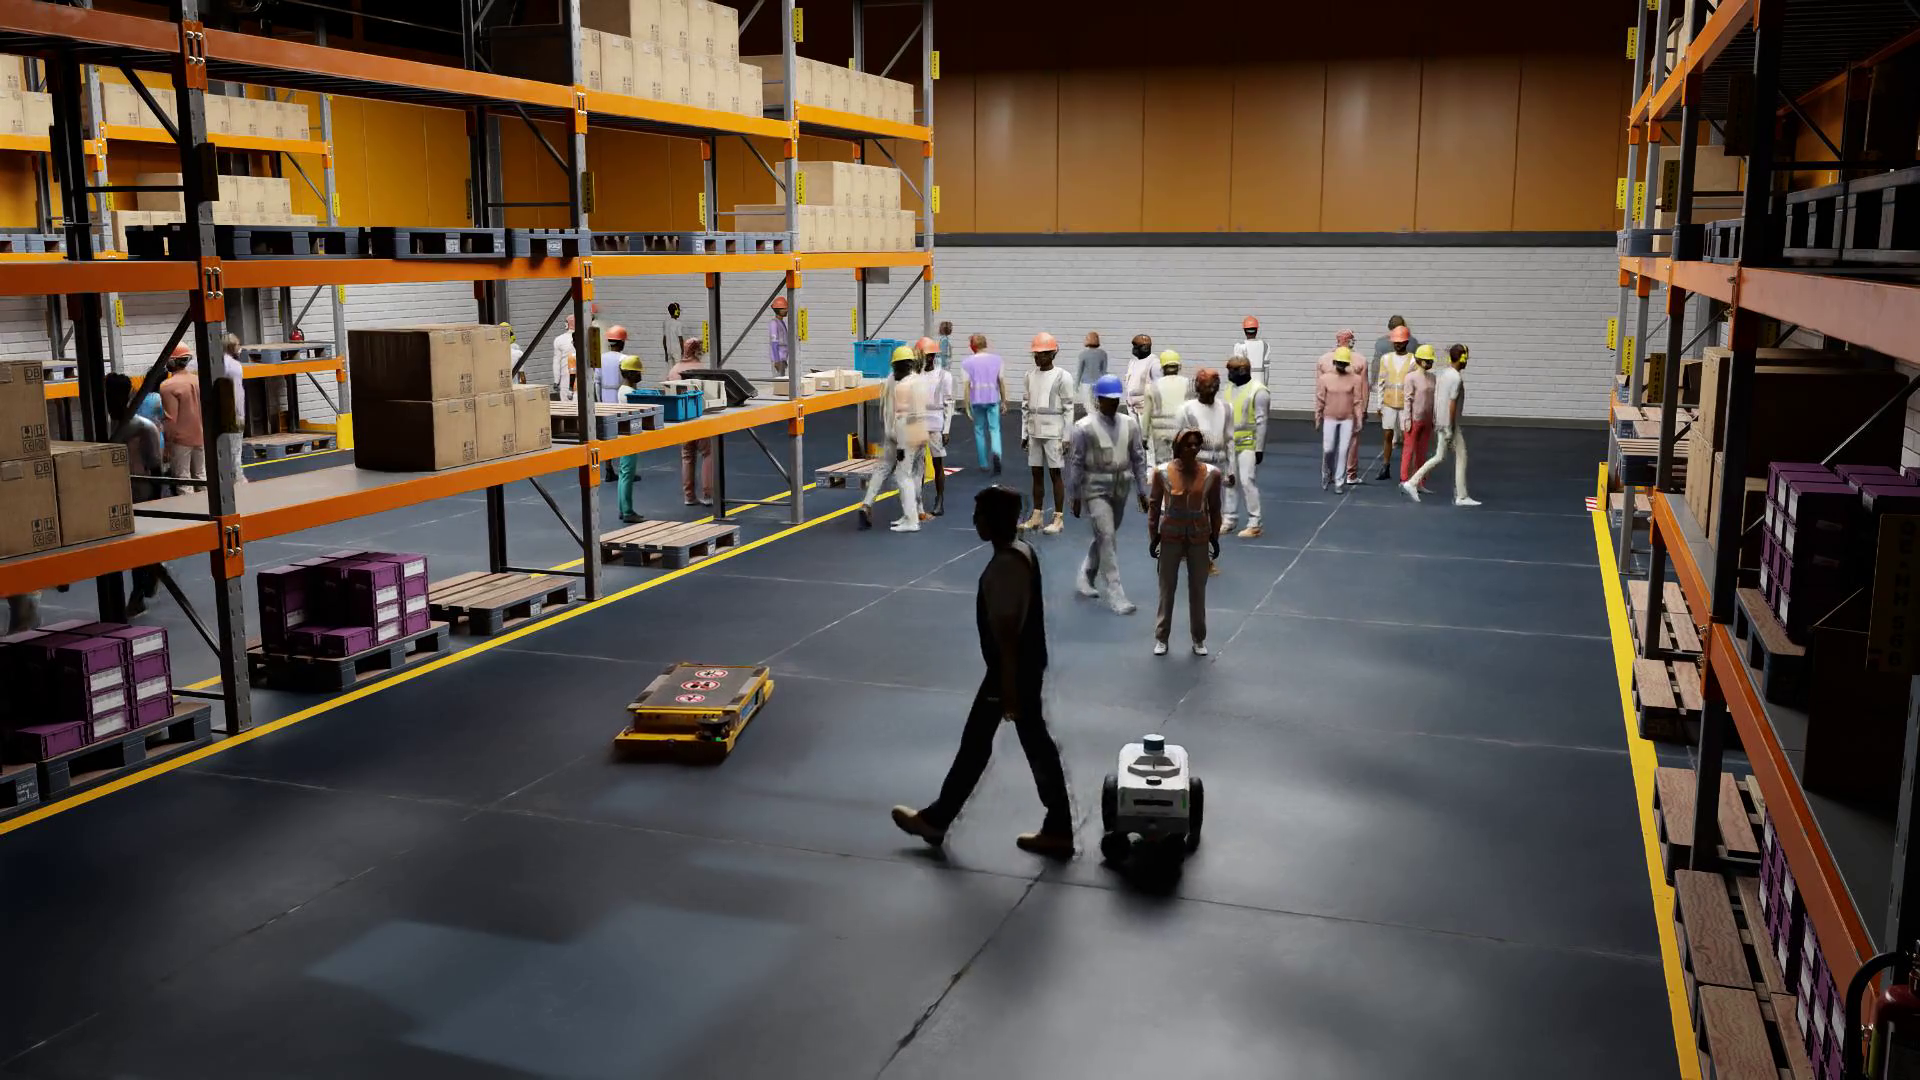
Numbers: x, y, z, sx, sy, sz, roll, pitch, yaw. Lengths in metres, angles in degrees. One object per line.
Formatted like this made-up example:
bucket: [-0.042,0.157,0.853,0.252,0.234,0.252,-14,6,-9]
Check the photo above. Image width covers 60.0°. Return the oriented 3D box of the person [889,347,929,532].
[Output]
person: [-0.549,-1.038,17.108,0.443,1.883,0.595,3,11,18]

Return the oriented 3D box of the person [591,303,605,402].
person: [-6.126,-3.009,27.960,0.531,1.979,0.616,-7,12,-34]

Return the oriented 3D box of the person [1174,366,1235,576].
person: [2.161,-0.649,15.003,0.575,1.861,0.822,-4,11,-23]

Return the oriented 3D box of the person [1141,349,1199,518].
person: [2.255,-1.147,17.917,0.620,1.808,0.545,0,10,1]

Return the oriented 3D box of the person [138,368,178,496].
person: [-8.406,-1.001,17.553,0.554,1.646,0.868,7,13,36]

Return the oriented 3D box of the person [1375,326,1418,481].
person: [5.434,-1.686,20.614,0.551,1.932,0.378,6,12,30]

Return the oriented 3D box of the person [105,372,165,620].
person: [-6.547,-0.368,13.147,0.622,1.946,0.622,2,10,12]

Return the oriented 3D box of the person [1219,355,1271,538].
person: [2.833,-0.941,16.727,0.430,1.832,0.636,-6,12,-31]

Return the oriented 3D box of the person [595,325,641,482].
person: [-4.222,-1.675,20.541,0.548,1.937,0.379,4,11,20]

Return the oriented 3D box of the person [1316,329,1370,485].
person: [4.690,-1.627,20.367,0.648,1.904,0.401,5,11,27]

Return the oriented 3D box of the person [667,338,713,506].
person: [-2.968,-1.304,18.602,0.686,1.889,0.443,8,13,36]

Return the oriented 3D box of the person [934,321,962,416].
person: [-0.186,-2.916,28.408,0.616,1.613,0.554,-1,10,-8]

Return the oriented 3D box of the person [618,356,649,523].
person: [-3.478,-1.066,17.605,0.330,1.765,0.526,-3,11,-17]

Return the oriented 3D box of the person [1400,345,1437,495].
person: [5.397,-1.402,19.495,0.522,1.768,0.314,-7,13,-36]

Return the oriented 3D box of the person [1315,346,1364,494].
person: [4.457,-1.406,19.550,0.547,1.741,0.425,1,10,8]

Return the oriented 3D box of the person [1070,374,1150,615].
person: [1.191,-0.404,13.505,0.620,1.903,0.993,-5,11,-27]

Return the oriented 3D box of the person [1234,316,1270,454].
person: [4.052,-2.159,23.278,0.547,1.934,0.376,-3,11,-16]

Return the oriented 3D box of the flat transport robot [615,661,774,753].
flat transport robot: [-1.594,1.000,10.169,0.652,0.197,1.431,1,10,4]

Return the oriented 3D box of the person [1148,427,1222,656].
person: [1.604,0.011,11.878,0.523,1.642,0.306,0,10,3]

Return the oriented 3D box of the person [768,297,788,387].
person: [-3.038,-3.085,28.185,0.378,2.045,0.605,1,10,6]

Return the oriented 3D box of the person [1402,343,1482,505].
person: [5.446,-1.299,18.741,0.793,1.839,0.528,-1,10,-8]

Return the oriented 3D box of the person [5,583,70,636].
person: [-6.027,0.215,10.842,0.531,1.598,0.822,4,11,19]

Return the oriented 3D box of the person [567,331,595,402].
person: [-5.468,-2.167,23.992,0.315,1.696,0.541,5,11,27]

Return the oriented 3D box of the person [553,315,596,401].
person: [-5.708,-2.379,24.641,0.651,1.896,0.402,-6,12,-30]

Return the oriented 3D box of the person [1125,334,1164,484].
person: [2.237,-1.603,20.412,0.429,1.840,0.629,-5,11,-28]

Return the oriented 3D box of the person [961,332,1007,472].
person: [0.317,-1.736,21.230,0.614,1.818,0.638,-2,10,-8]

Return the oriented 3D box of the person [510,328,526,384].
person: [-5.938,-1.879,21.878,0.517,1.874,0.327,-1,10,-5]

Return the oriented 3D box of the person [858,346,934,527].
person: [-0.669,-1.065,17.264,0.941,1.893,0.713,-10,14,-44]

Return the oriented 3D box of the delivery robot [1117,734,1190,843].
delivery robot: [0.936,1.187,8.054,0.477,0.478,0.707,1,10,6]

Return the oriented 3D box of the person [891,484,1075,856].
person: [0.142,0.623,7.984,0.911,1.794,0.529,4,11,20]

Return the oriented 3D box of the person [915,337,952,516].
person: [-0.357,-1.224,18.005,0.545,1.938,0.361,4,11,20]

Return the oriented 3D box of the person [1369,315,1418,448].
person: [6.241,-2.301,24.117,0.644,1.917,0.688,-3,10,-15]

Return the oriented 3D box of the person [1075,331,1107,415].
person: [2.038,-2.400,25.548,0.507,1.605,0.714,-4,11,-21]

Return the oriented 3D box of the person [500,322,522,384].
person: [-6.955,-2.463,25.528,0.484,1.745,0.298,-1,10,-4]

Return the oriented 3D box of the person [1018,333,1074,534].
person: [0.854,-1.077,16.878,0.616,2.041,0.379,9,13,41]

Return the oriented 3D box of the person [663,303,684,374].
person: [-5.210,-3.403,30.466,0.508,1.872,0.329,7,12,35]

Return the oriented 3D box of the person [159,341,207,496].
person: [-7.671,-0.975,16.440,0.387,1.992,0.626,2,10,12]

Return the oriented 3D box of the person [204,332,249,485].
person: [-8.663,-1.472,19.476,0.642,1.915,0.781,9,14,42]
